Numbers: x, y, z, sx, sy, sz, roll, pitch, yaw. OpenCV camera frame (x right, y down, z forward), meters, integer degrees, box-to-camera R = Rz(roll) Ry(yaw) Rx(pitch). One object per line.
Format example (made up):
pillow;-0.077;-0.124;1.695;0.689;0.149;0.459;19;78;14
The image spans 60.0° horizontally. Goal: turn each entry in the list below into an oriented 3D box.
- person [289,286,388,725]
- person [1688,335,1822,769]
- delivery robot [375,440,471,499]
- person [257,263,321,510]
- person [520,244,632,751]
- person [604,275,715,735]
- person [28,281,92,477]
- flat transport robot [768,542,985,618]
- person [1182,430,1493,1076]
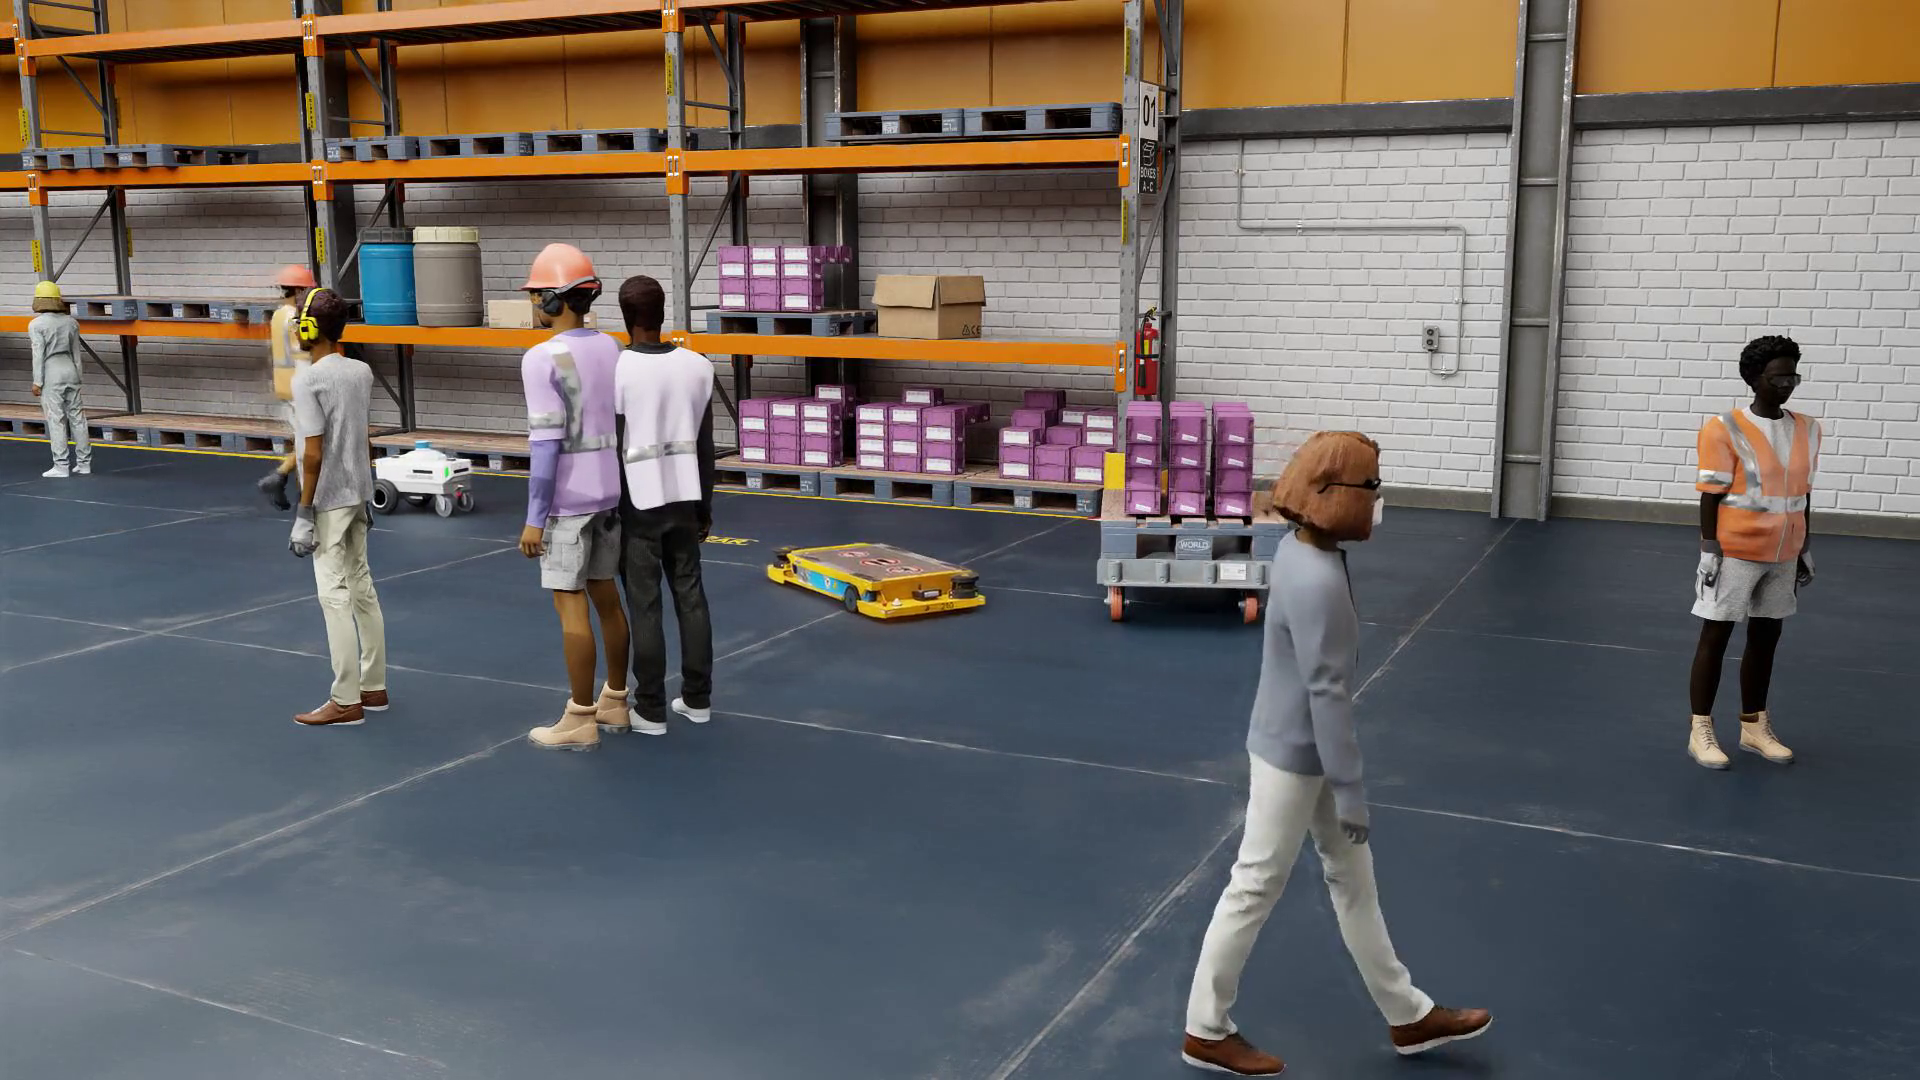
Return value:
person;-2.682;-0.138;7.105;0.328;1.868;0.513;2;10;11
person;3.113;0.049;6.519;0.533;1.697;0.318;-3;10;-14
delivery robot;-4.121;-0.522;12.781;0.707;0.478;0.477;4;11;20
person;-5.086;-1.137;12.678;0.548;1.924;0.544;-9;13;-41
person;-1.572;-0.163;6.742;0.374;2.044;0.605;4;11;22
person;-1.271;-0.140;6.970;0.590;1.916;0.386;-10;14;-44
person;-8.082;-1.435;14.877;0.324;1.743;0.490;4;11;23
flat transport robot;-0.513;0.209;9.680;0.652;0.197;1.431;-6;12;-32
person;0.930;0.537;3.999;0.822;1.594;0.536;2;10;11
